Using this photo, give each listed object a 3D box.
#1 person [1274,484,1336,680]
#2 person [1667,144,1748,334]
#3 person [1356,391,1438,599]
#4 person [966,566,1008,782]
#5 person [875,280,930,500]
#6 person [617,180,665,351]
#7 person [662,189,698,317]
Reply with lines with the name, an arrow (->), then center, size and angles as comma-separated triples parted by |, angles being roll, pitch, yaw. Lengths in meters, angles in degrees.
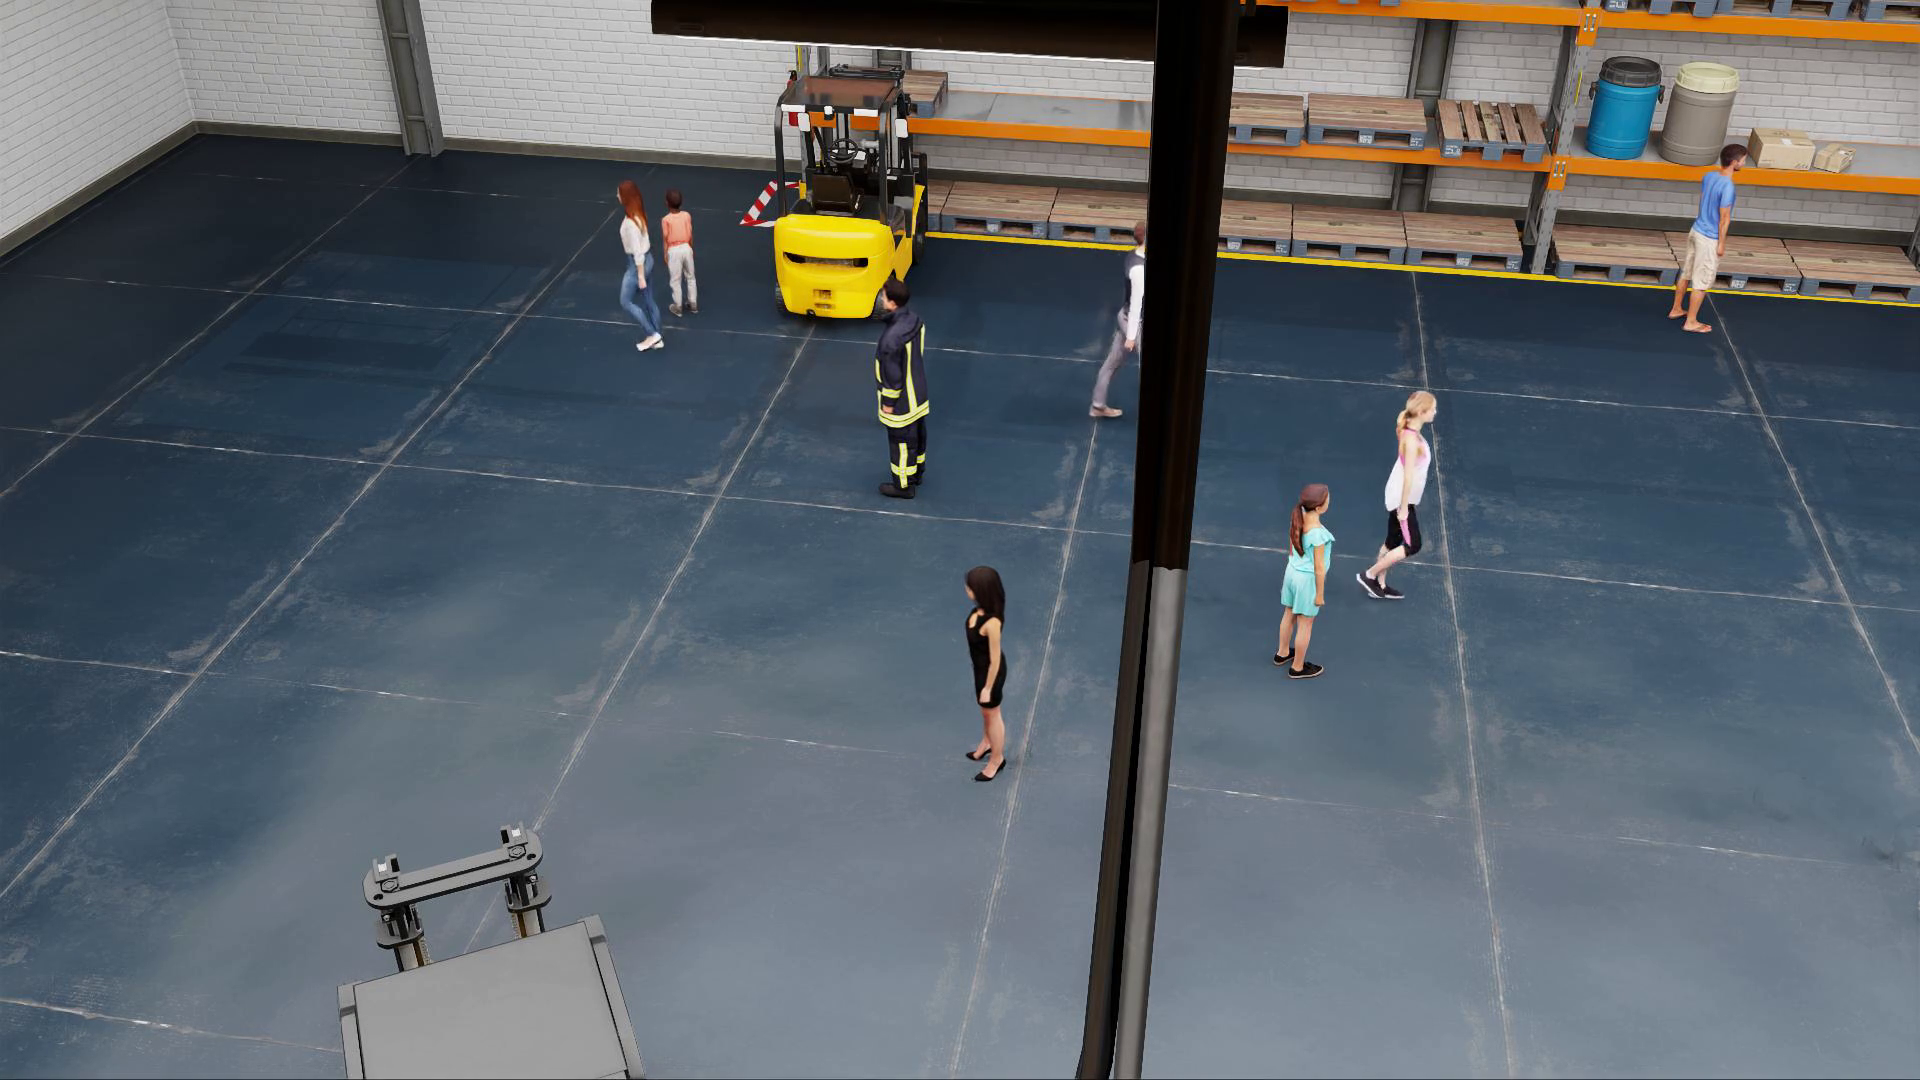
person -> 2.421, 0.271, 11.676 | 0.688, 1.558, 0.647 | -14, 36, -20
person -> 7.317, -2.972, 16.279 | 0.673, 1.864, 0.716 | -4, 34, -6
person -> 3.186, -0.303, 12.344 | 0.646, 1.776, 0.630 | 5, 34, 7
person -> 0.189, 0.850, 10.729 | 0.581, 1.644, 0.617 | -5, 34, -7
person -> -0.463, -1.241, 13.619 | 0.746, 1.927, 0.834 | 13, 36, 18
person -> -2.962, -2.597, 15.847 | 0.602, 1.719, 0.604 | 2, 34, 2
person -> -2.806, -2.882, 16.644 | 0.550, 1.310, 0.613 | -19, 38, -27
